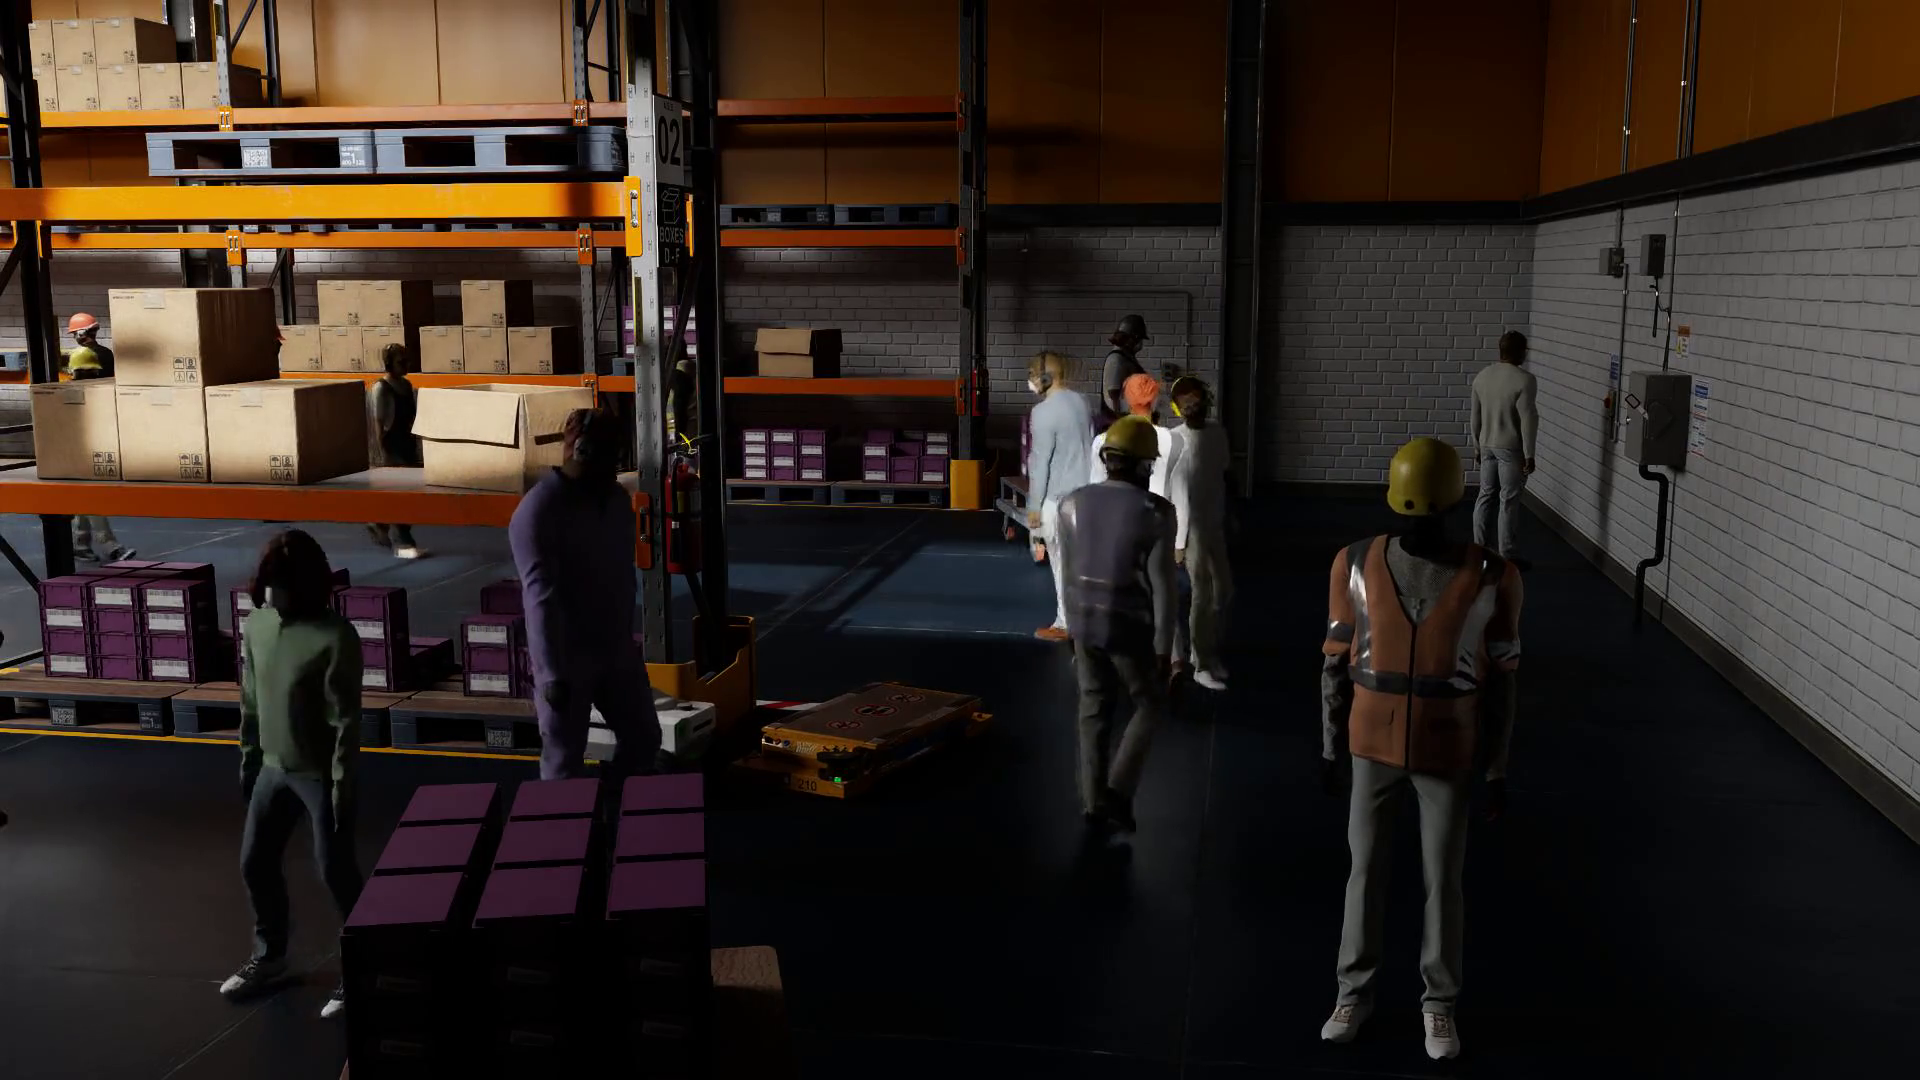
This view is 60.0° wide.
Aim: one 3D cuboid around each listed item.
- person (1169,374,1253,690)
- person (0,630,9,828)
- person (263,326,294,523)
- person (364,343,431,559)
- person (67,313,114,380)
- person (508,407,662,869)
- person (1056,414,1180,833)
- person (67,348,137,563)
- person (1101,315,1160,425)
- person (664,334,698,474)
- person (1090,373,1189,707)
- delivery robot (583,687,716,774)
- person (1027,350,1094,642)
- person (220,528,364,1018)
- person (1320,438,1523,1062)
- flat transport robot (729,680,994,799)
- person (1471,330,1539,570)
[{"bbox_3d":[1.412,-0.045,9.647,0.640,1.835,0.395,-7,11,-37],"label":"person"},{"bbox_3d":[-4.421,0.342,7.030,0.984,1.883,0.566,3,10,20],"label":"person"},{"bbox_3d":[-6.648,-1.134,16.039,0.376,1.939,0.547,-5,10,-26],"label":"person"},{"bbox_3d":[-4.758,-0.748,13.988,0.529,1.823,0.527,2,9,10],"label":"person"},{"bbox_3d":[-8.919,-1.335,17.122,0.384,1.991,0.609,0,9,2],"label":"person"},{"bbox_3d":[-1.411,0.441,6.398,0.499,1.890,0.688,6,11,33],"label":"person"},{"bbox_3d":[0.678,0.373,7.068,0.617,1.810,0.421,6,11,34],"label":"person"},{"bbox_3d":[-7.052,-0.670,13.608,0.901,1.785,0.625,4,10,24],"label":"person"},{"bbox_3d":[1.554,-1.046,15.174,0.536,2.000,0.674,1,9,7],"label":"person"},{"bbox_3d":[-2.631,-1.048,15.869,0.433,1.825,0.640,0,9,-3],"label":"person"},{"bbox_3d":[1.000,0.005,9.243,0.589,1.856,0.827,-2,9,-12],"label":"person"},{"bbox_3d":[-1.500,0.854,7.693,0.707,0.478,0.477,4,10,20],"label":"delivery robot"},{"bbox_3d":[0.692,-0.265,10.729,0.529,1.913,0.650,5,10,27],"label":"person"},{"bbox_3d":[-2.128,0.755,5.379,0.604,1.615,0.343,4,10,25],"label":"person"},{"bbox_3d":[1.394,0.639,5.105,0.586,1.917,0.380,4,10,21],"label":"person"},{"bbox_3d":[-0.451,0.955,8.231,0.652,0.197,1.431,5,10,29],"label":"flat transport robot"},{"bbox_3d":[4.412,-0.724,13.488,0.356,1.938,0.633,-5,10,-29],"label":"person"}]
